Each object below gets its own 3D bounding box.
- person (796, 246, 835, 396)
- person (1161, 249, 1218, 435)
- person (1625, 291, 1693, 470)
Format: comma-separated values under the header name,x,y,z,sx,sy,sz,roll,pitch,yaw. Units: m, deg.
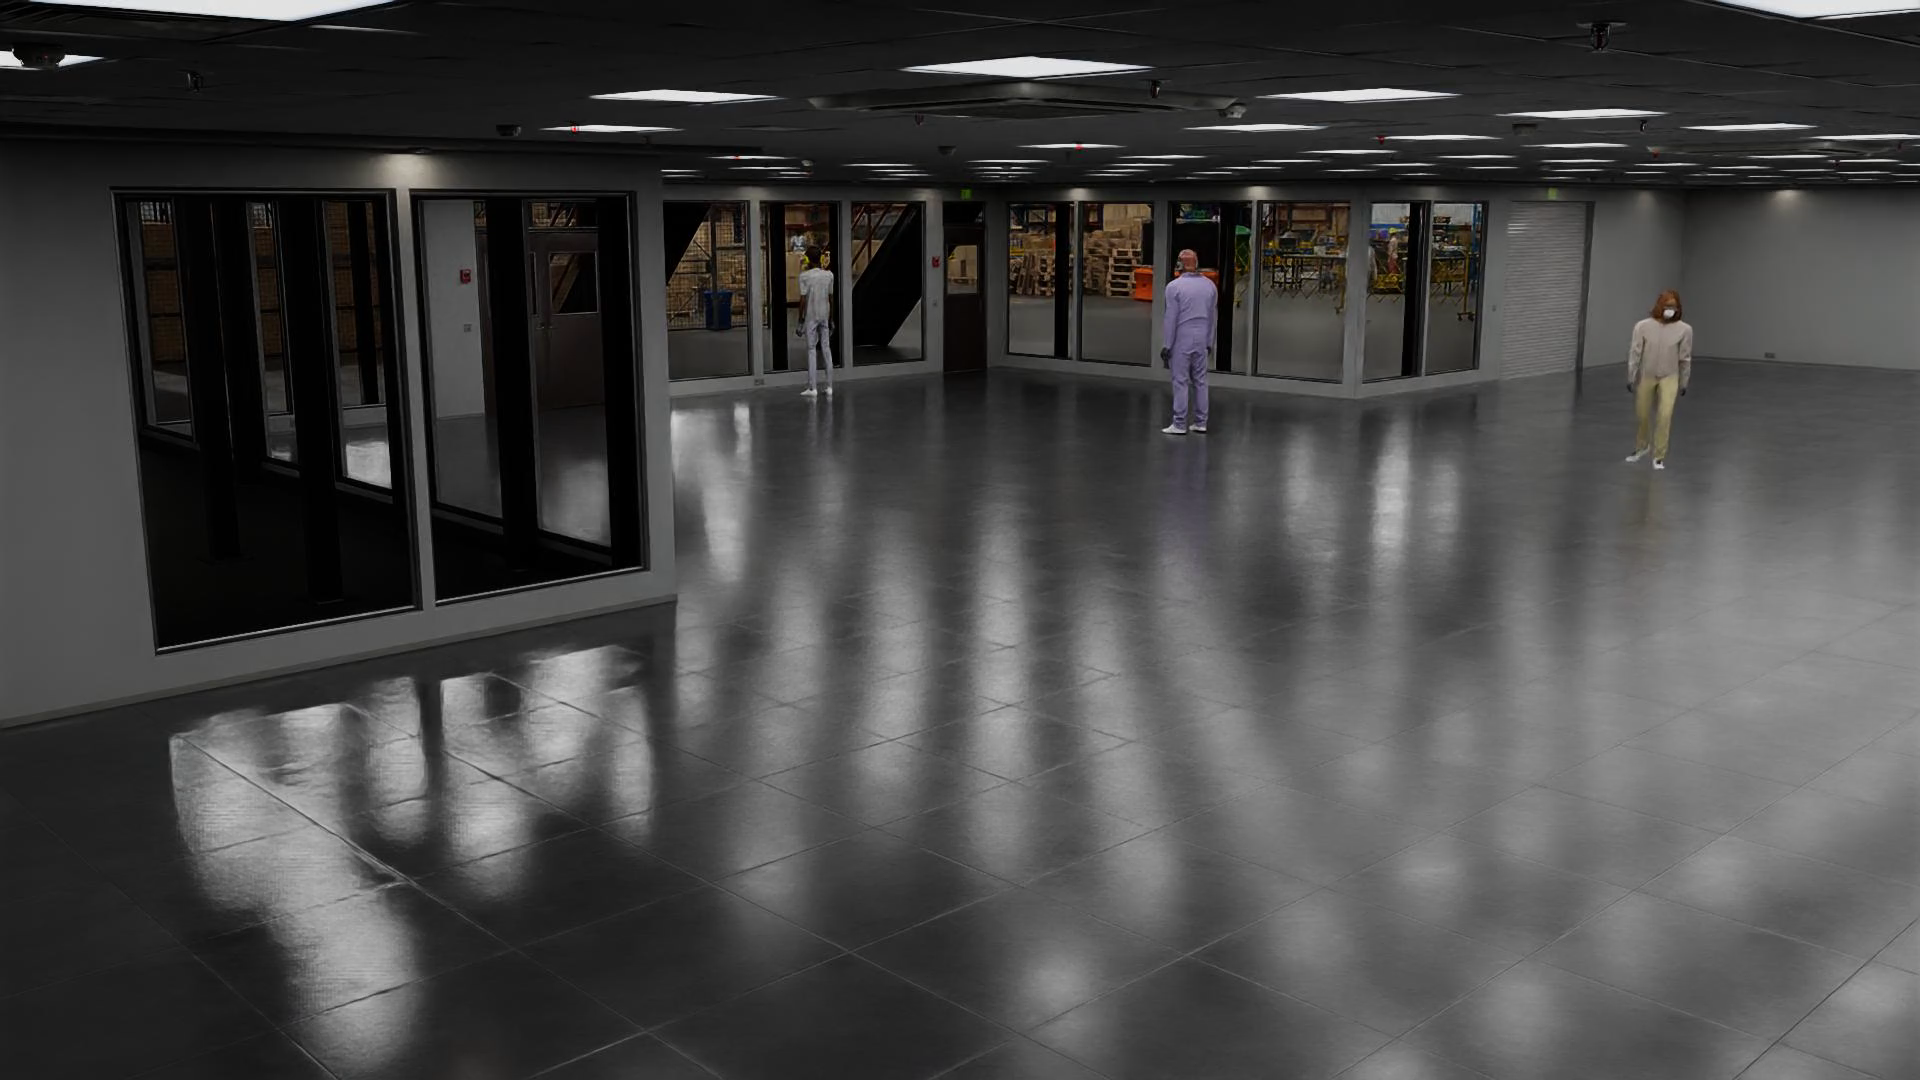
name,x,y,z,sx,sy,sz,roll,pitch,yaw
person,-1.800,-2.712,20.670,0.519,1.865,0.328,-7,13,-31
person,2.336,-2.041,17.193,0.648,1.904,0.401,-7,13,-31
person,6.305,-1.452,14.998,0.516,1.603,0.581,5,12,25
